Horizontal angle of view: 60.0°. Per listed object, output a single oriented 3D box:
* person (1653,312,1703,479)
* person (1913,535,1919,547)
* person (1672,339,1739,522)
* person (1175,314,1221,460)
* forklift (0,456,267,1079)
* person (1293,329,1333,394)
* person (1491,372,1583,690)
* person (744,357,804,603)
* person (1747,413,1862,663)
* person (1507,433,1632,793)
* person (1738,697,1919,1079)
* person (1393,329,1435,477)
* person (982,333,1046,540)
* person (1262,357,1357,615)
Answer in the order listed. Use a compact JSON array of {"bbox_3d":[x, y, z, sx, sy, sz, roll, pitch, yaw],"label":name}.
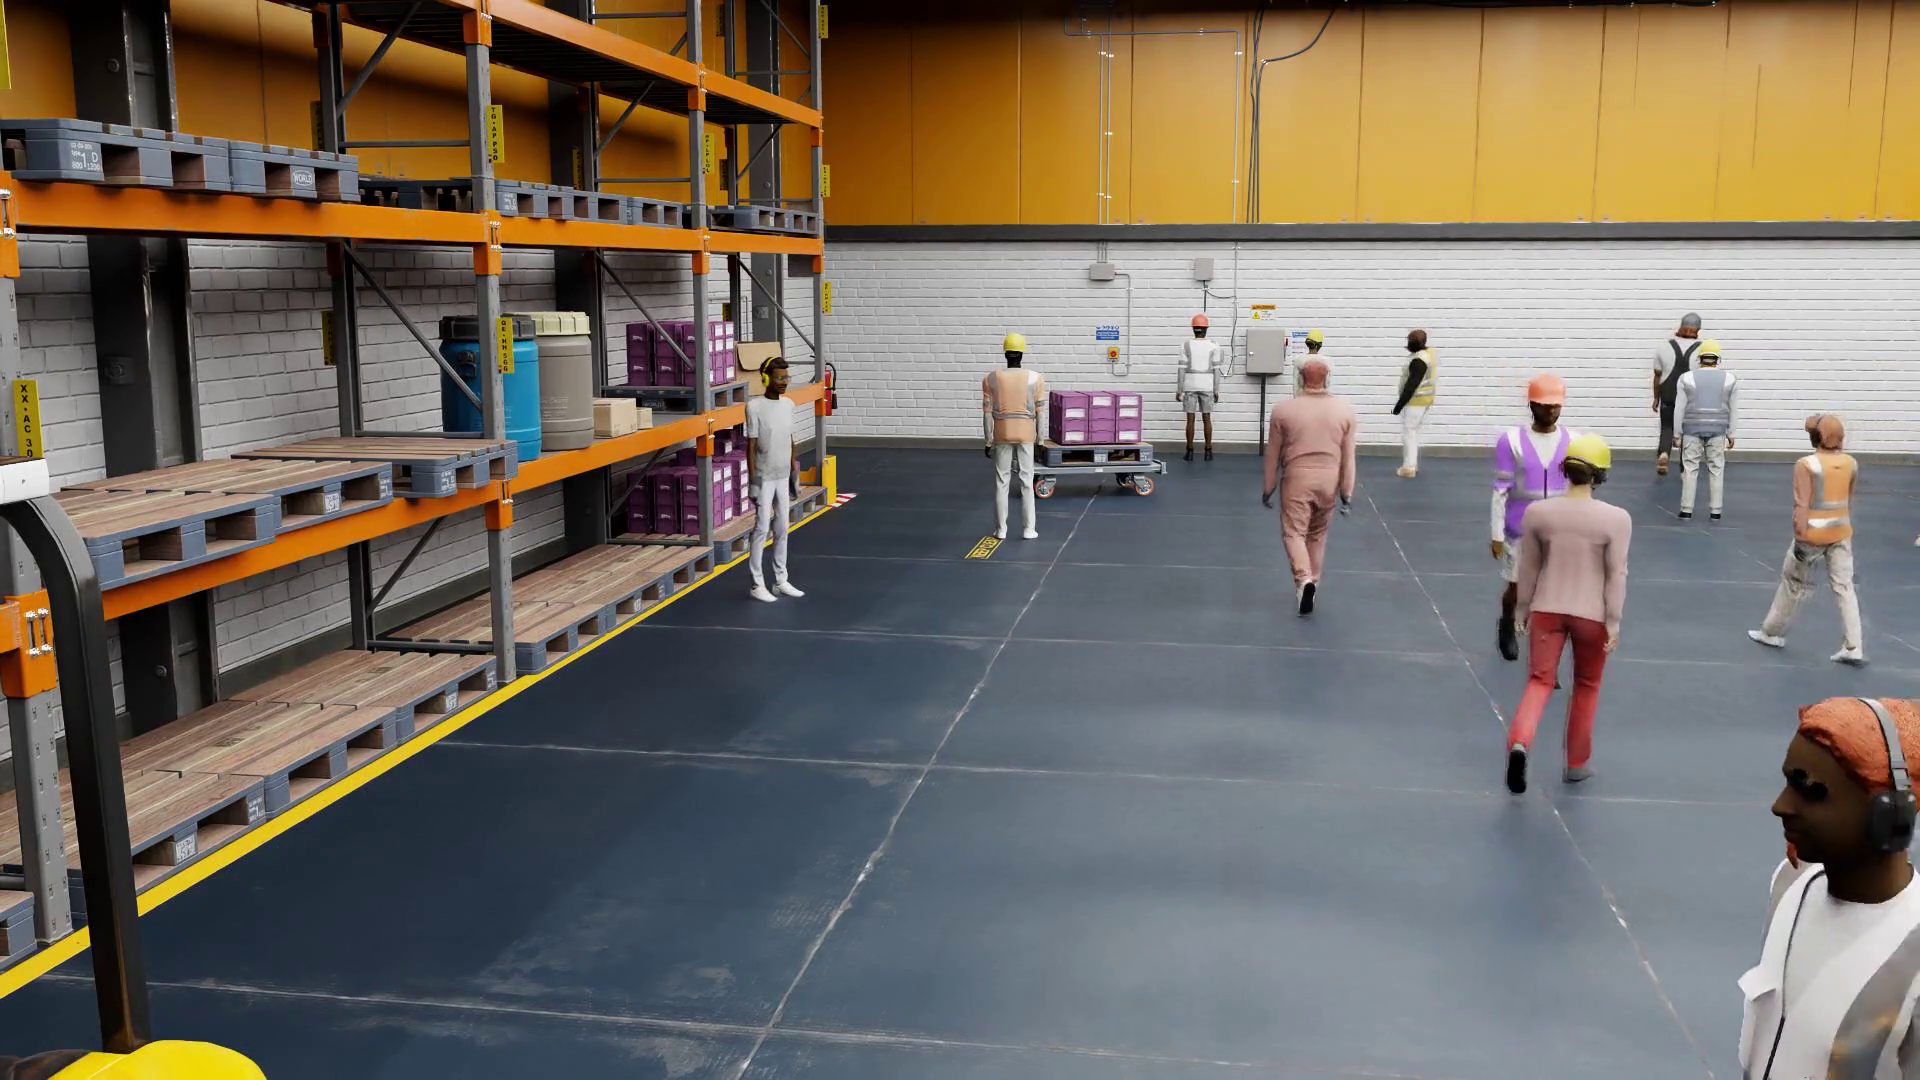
[{"bbox_3d":[8.669,-1.729,19.912,0.693,2.000,0.638,6,11,33],"label":"person"},{"bbox_3d":[8.920,-0.807,14.922,0.640,1.820,0.628,-7,12,-38],"label":"person"},{"bbox_3d":[7.431,-1.089,16.609,0.601,1.830,0.404,2,10,14],"label":"person"},{"bbox_3d":[3.141,-2.011,21.969,0.579,1.934,0.398,0,9,0],"label":"person"},{"bbox_3d":[-2.328,0.975,2.765,2.313,2.155,1.214,1,9,9],"label":"forklift"},{"bbox_3d":[4.464,-1.777,21.055,0.523,1.769,0.313,6,11,34],"label":"person"},{"bbox_3d":[3.554,-0.097,10.281,0.554,1.910,0.886,1,9,9],"label":"person"},{"bbox_3d":[-1.422,-0.460,12.656,0.322,1.861,0.515,7,12,38],"label":"person"},{"bbox_3d":[5.572,-0.023,10.774,0.528,1.588,0.883,-3,10,-16],"label":"person"},{"bbox_3d":[2.882,0.366,7.954,0.526,1.741,0.755,8,12,39],"label":"person"},{"bbox_3d":[1.529,1.154,2.743,0.948,1.848,0.586,0,9,0],"label":"person"},{"bbox_3d":[5.555,-1.668,20.281,0.430,1.803,0.709,4,10,23],"label":"person"},{"bbox_3d":[0.502,-0.952,15.470,0.587,1.927,0.363,0,9,3],"label":"person"},{"bbox_3d":[2.585,-0.400,12.230,0.653,1.877,0.853,0,9,-2],"label":"person"}]
